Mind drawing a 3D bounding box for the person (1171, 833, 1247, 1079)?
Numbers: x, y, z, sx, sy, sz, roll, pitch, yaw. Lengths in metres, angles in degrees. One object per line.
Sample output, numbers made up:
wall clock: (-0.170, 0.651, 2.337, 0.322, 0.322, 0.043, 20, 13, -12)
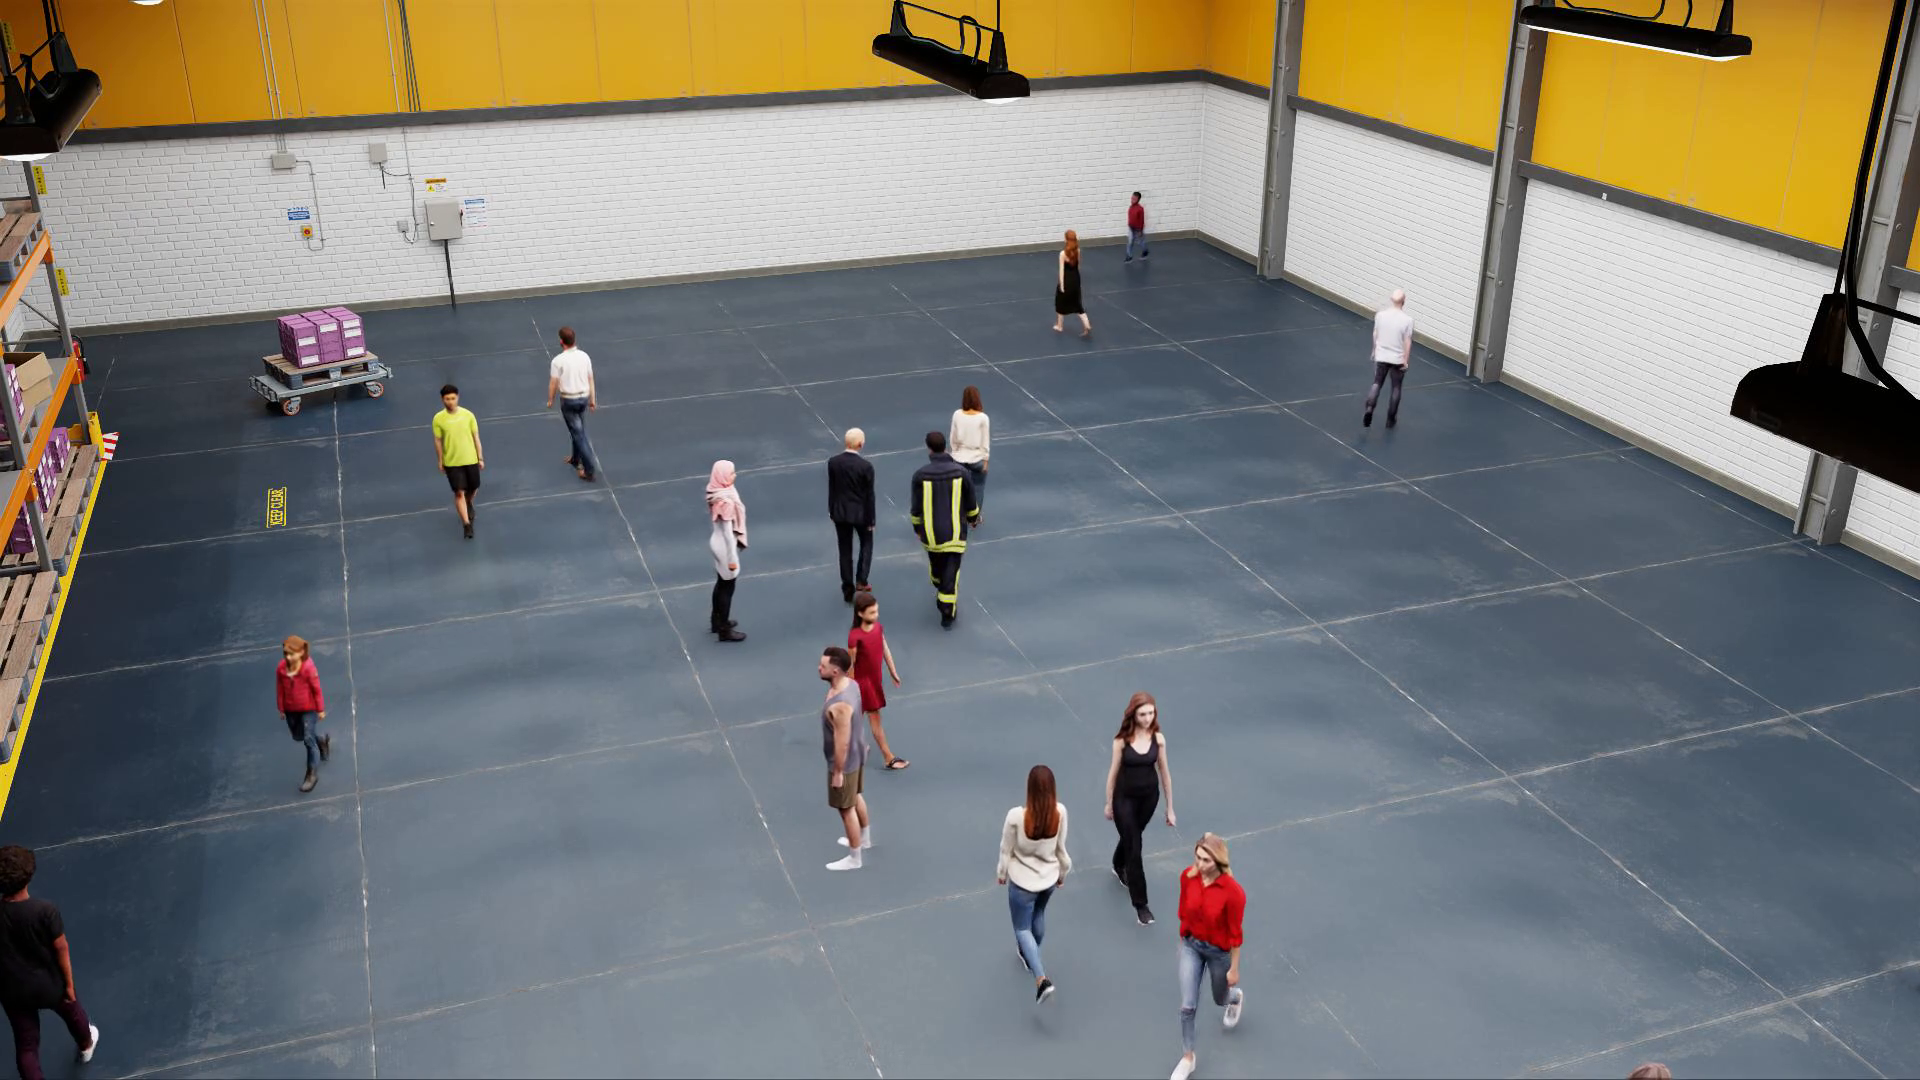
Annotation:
person: (1.586, 2.536, 10.337, 1.076, 1.678, 1.053, 16, 28, 32)

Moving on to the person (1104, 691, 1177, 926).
person: (1.226, 1.823, 11.942, 0.622, 1.699, 1.098, -7, 25, -16)

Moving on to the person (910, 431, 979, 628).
person: (-0.163, -0.067, 16.062, 1.122, 1.862, 1.330, 3, 24, 6)

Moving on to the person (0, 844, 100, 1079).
person: (-5.560, 2.681, 9.926, 0.626, 1.741, 1.066, -8, 25, -17)

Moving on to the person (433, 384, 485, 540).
person: (-5.478, -0.905, 18.207, 0.689, 1.680, 1.057, -11, 26, -23)

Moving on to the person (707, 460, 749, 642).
person: (-2.234, 0.095, 15.771, 0.695, 1.798, 0.515, -9, 25, -20)

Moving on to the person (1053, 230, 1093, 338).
person: (1.712, -3.834, 25.008, 0.677, 1.599, 1.054, -13, 27, -27)

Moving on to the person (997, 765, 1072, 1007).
person: (0.500, 2.272, 10.943, 0.599, 1.675, 0.990, -8, 25, -17)

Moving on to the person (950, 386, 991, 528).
person: (0.072, -0.834, 18.069, 0.990, 1.659, 1.078, 9, 25, 20)

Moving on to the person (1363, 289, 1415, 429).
person: (5.446, -2.268, 21.156, 1.023, 1.815, 1.055, 13, 27, 28)

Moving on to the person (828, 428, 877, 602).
person: (-1.096, -0.213, 16.496, 0.812, 1.782, 0.830, 4, 24, 10)

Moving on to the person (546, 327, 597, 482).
person: (-4.472, -1.568, 19.539, 1.081, 1.826, 0.927, 20, 30, 38)

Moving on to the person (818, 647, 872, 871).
person: (-0.840, 1.610, 12.391, 0.784, 1.838, 0.659, 3, 24, 7)

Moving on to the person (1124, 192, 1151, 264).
person: (3.134, -5.515, 29.310, 0.793, 1.233, 0.821, -22, 32, -40)

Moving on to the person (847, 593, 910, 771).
person: (-0.833, 1.126, 13.767, 1.041, 1.514, 0.899, 15, 28, 30)

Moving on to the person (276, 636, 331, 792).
person: (-5.324, 1.351, 13.517, 0.751, 1.302, 0.899, 3, 24, 7)
